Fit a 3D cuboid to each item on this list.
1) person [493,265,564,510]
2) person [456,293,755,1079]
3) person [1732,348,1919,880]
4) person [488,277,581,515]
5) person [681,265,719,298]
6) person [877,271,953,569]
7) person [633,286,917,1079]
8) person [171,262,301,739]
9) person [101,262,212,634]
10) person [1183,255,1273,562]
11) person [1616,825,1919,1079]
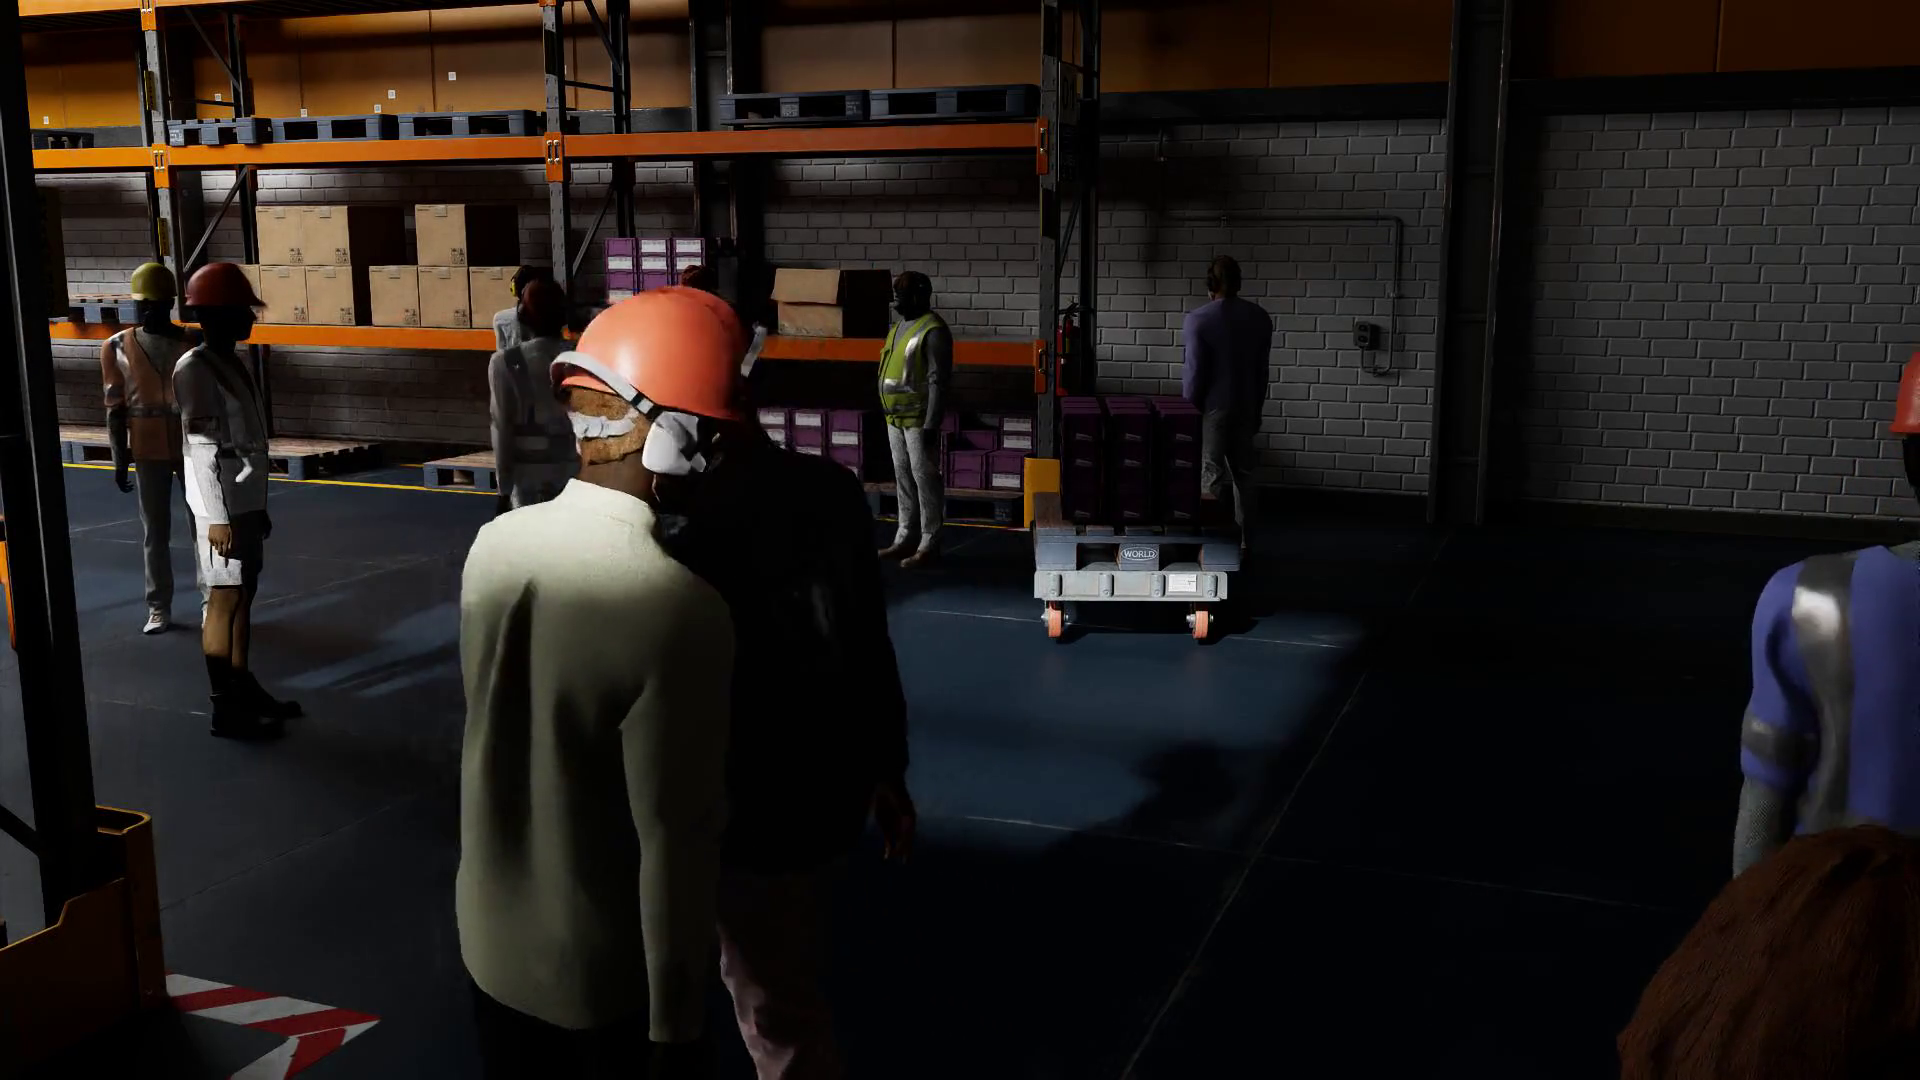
[{"bbox_3d":[-3.059,-1.019,11.868,0.501,1.858,0.327,-3,11,-17],"label":"person"},{"bbox_3d":[-0.630,0.619,2.462,0.658,1.953,0.842,9,14,41],"label":"person"},{"bbox_3d":[1.432,0.634,2.478,0.550,1.916,0.686,6,12,30],"label":"person"},{"bbox_3d":[-1.875,-0.286,7.765,0.582,1.866,0.742,-6,12,-31],"label":"person"},{"bbox_3d":[-1.557,-0.708,10.042,0.584,1.882,0.345,8,13,39],"label":"person"},{"bbox_3d":[-0.295,-0.748,10.382,0.429,1.844,0.627,-6,12,-29],"label":"person"},{"bbox_3d":[-0.398,0.506,3.097,0.552,1.947,0.664,6,12,30],"label":"person"},{"bbox_3d":[-2.979,-0.162,6.839,0.350,1.941,0.545,-1,10,-7],"label":"person"},{"bbox_3d":[-4.079,-0.463,8.595,0.581,1.919,0.392,-4,11,-21],"label":"person"},{"bbox_3d":[1.647,-0.803,10.422,0.628,1.939,0.373,-5,11,-25],"label":"person"},{"bbox_3d":[0.580,0.998,1.235,0.268,1.630,0.507,-2,10,-9],"label":"person"}]
